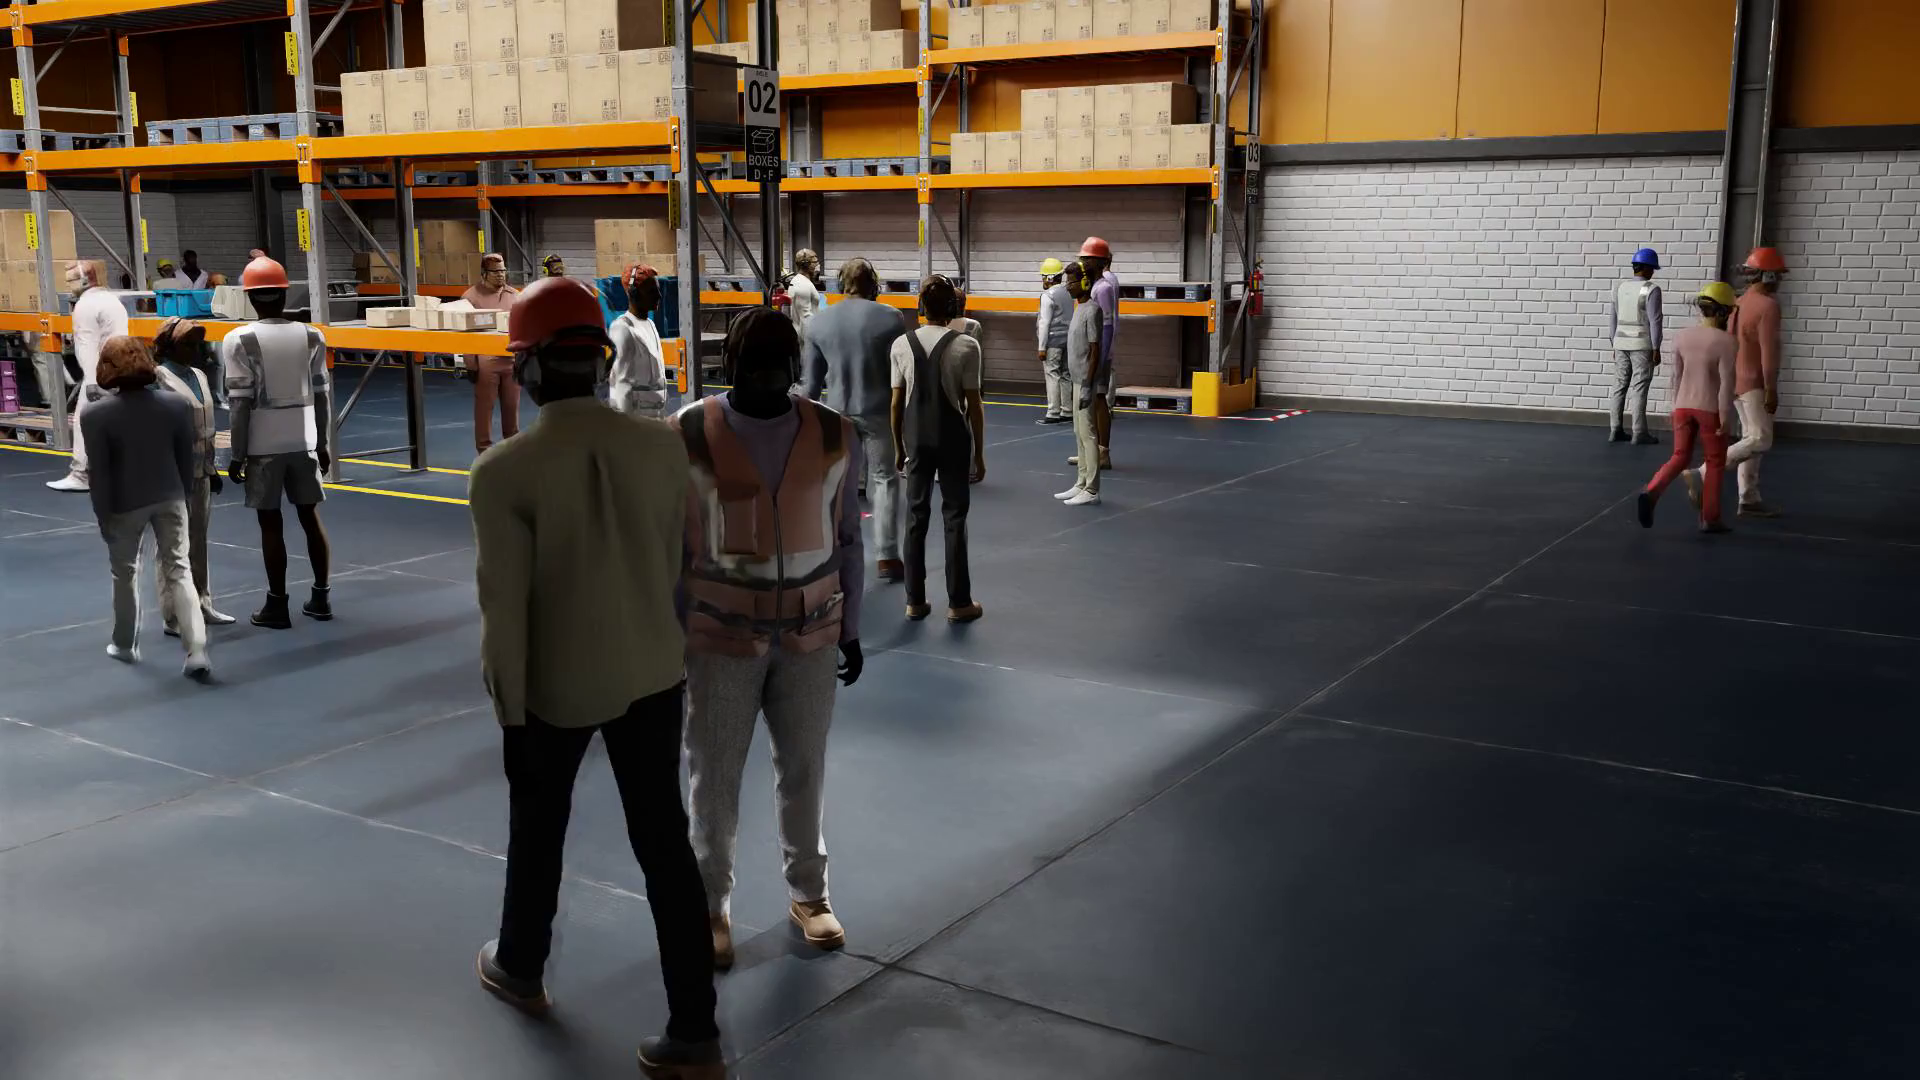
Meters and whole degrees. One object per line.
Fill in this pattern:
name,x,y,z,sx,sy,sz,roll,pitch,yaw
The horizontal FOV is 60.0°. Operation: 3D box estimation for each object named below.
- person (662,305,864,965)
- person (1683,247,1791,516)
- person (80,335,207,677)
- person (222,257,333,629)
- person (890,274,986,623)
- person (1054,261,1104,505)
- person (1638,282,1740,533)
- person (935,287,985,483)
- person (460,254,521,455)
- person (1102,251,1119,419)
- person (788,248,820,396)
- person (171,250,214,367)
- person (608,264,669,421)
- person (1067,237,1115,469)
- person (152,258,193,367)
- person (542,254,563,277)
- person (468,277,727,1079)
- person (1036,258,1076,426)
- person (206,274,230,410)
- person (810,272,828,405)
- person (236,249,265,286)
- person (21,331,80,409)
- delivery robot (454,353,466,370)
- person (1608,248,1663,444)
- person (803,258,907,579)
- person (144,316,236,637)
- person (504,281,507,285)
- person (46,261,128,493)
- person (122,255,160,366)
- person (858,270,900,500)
person,-0.554,0.267,4.702,0.624,1.845,0.429,-4,11,-20
person,5.676,-1.133,12.075,0.705,1.974,0.619,0,10,2
person,-3.798,-0.160,7.769,0.501,1.591,0.862,-9,13,-40
person,-3.573,-0.504,8.716,0.361,1.933,0.552,9,13,40
person,-0.111,-0.476,8.809,0.514,1.845,0.337,3,11,18
person,0.928,-1.197,12.760,0.329,1.865,0.507,-1,10,-8
person,5.035,-0.892,11.397,0.703,1.741,0.533,-6,12,-29
person,-0.045,-1.284,13.844,0.523,1.645,0.306,3,11,15
person,-4.120,-1.591,14.847,0.403,1.900,0.645,9,13,40
person,1.595,-2.299,18.653,0.363,1.939,0.636,3,11,15
person,-1.580,-2.010,17.049,0.372,1.940,0.627,-2,10,-12
person,-12.317,-3.710,26.700,0.578,1.856,1.030,-10,14,-43
person,-1.902,-0.689,9.887,0.337,1.881,0.584,1,10,5
person,1.176,-1.643,14.715,0.357,2.047,0.615,-2,10,-10
person,-12.072,-3.440,25.484,0.556,1.746,0.553,7,13,35
person,-4.296,-2.090,17.681,0.327,1.874,0.519,8,13,37
person,-0.905,0.332,4.089,0.590,1.941,1.018,-7,13,-35
person,1.035,-2.161,18.218,0.404,1.826,0.592,7,12,35
person,-8.746,-2.347,19.786,0.403,1.617,0.538,3,11,18
person,-1.744,-2.357,19.647,0.313,1.695,0.541,8,13,39
person,-9.174,-2.857,21.871,0.665,1.902,0.427,-9,13,-39
person,-10.821,-2.429,19.721,0.512,1.818,0.597,5,12,27
delivery robot,-7.016,-2.647,24.157,0.707,0.478,0.477,7,12,33
person,6.748,-1.925,16.582,0.402,1.937,0.603,-5,11,-26
person,-0.605,-0.709,9.909,0.743,1.916,0.520,3,11,17
person,-3.993,-0.329,8.566,0.311,1.640,0.513,1,10,5
person,-6.021,-2.697,21.533,0.637,1.698,0.530,4,11,23
person,-6.918,-1.304,13.383,0.929,1.851,0.746,-1,10,-3
person,-13.205,-3.688,26.681,0.538,1.829,0.642,0,10,1
person,-0.719,-1.226,13.009,0.600,1.827,0.404,-5,12,-28
